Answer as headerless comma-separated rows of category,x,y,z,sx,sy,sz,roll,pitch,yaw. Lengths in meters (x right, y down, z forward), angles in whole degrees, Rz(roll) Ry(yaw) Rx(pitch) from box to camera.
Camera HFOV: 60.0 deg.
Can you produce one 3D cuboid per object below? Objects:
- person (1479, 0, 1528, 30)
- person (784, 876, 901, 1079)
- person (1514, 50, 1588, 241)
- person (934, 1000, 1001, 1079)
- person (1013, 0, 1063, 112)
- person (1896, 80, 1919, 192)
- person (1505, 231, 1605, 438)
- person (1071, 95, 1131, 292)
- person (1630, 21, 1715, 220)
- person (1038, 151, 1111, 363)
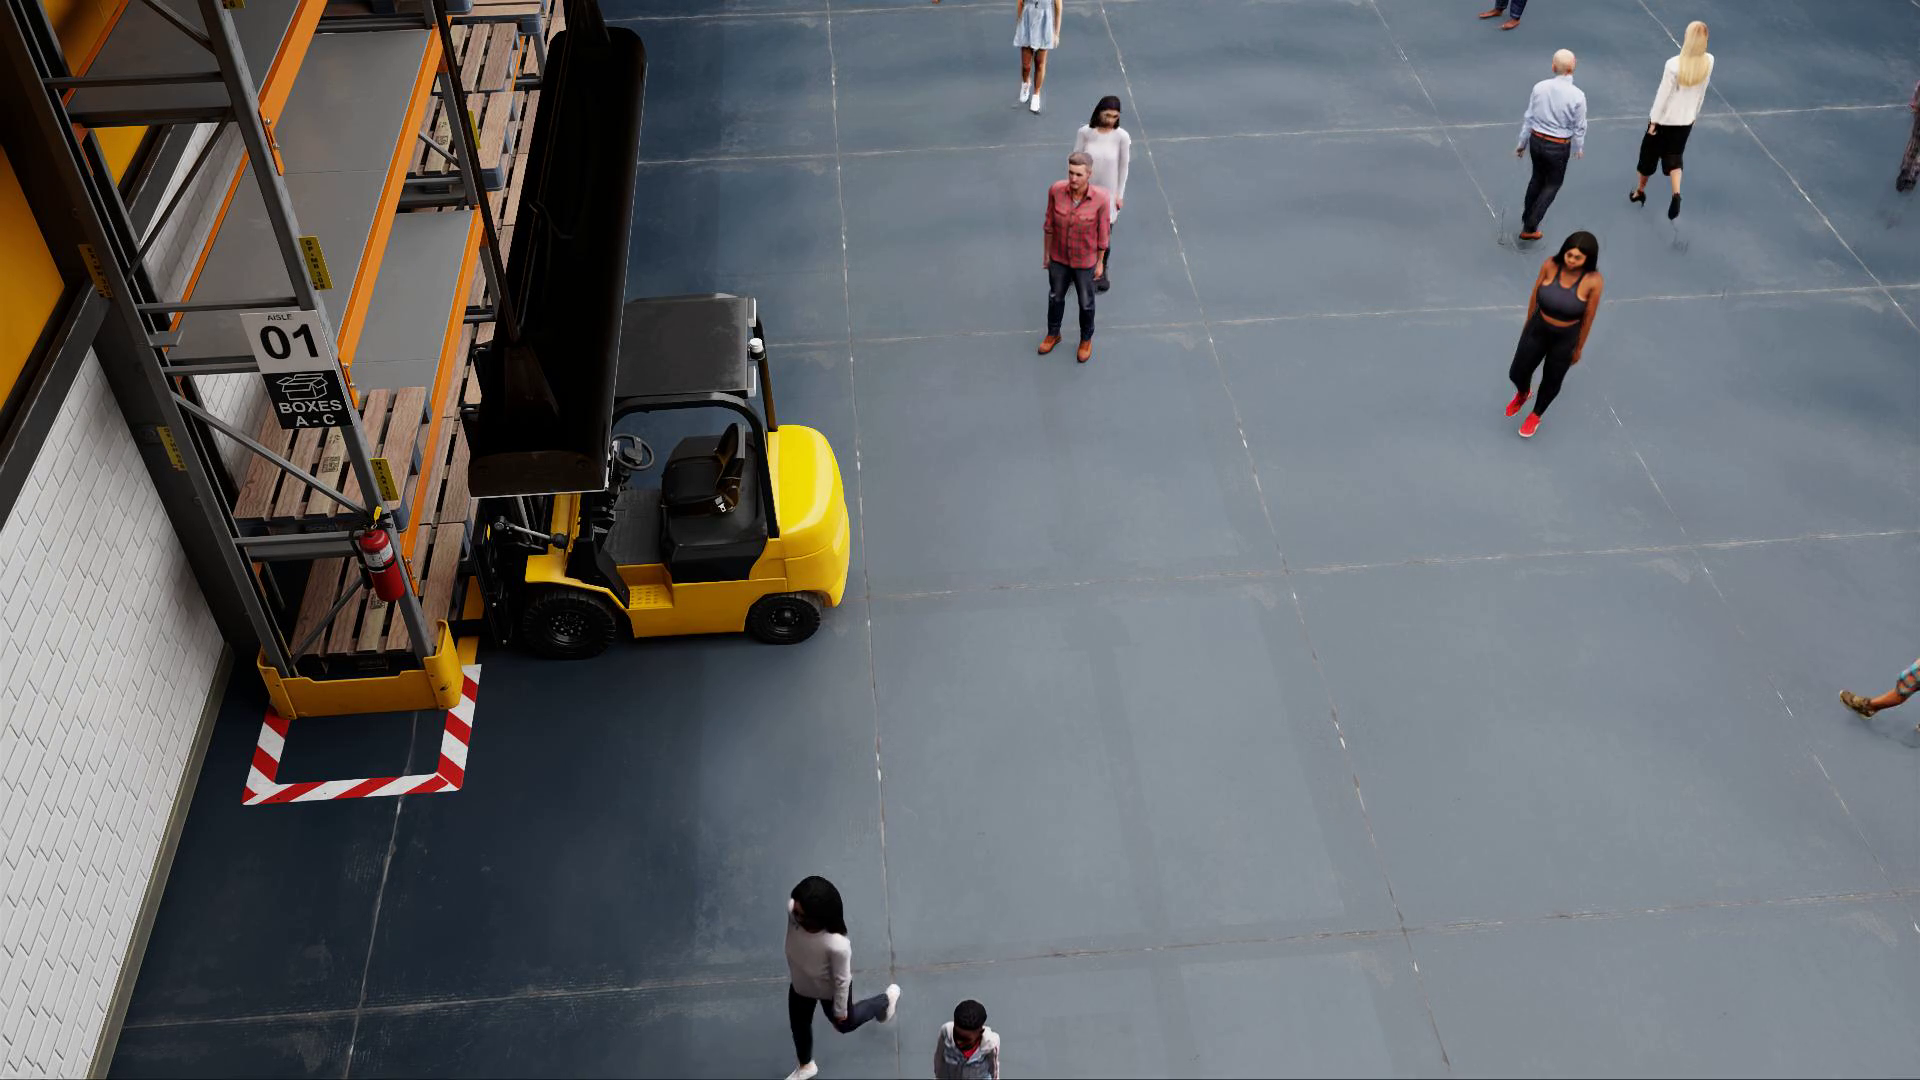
person,5.911,-6.285,17.404,0.818,1.818,0.710,-25,49,-24
person,-0.634,2.224,8.577,1.048,1.673,1.086,34,53,30
person,5.044,-3.330,14.357,0.926,1.742,0.865,-34,53,-30
person,0.045,2.696,8.381,0.553,1.260,0.579,13,45,13
person,0.738,-4.989,16.122,0.655,1.710,0.703,8,44,9
person,8.788,-3.890,14.974,0.749,1.702,0.806,25,49,24
person,4.498,-1.588,12.482,0.810,1.805,0.863,26,49,25
person,1.130,-2.894,13.860,0.765,1.796,0.701,22,48,21
person,6.291,-3.616,14.589,0.609,1.836,0.957,-4,44,-5
person,0.907,-2.261,13.170,0.755,1.831,0.706,13,45,13
